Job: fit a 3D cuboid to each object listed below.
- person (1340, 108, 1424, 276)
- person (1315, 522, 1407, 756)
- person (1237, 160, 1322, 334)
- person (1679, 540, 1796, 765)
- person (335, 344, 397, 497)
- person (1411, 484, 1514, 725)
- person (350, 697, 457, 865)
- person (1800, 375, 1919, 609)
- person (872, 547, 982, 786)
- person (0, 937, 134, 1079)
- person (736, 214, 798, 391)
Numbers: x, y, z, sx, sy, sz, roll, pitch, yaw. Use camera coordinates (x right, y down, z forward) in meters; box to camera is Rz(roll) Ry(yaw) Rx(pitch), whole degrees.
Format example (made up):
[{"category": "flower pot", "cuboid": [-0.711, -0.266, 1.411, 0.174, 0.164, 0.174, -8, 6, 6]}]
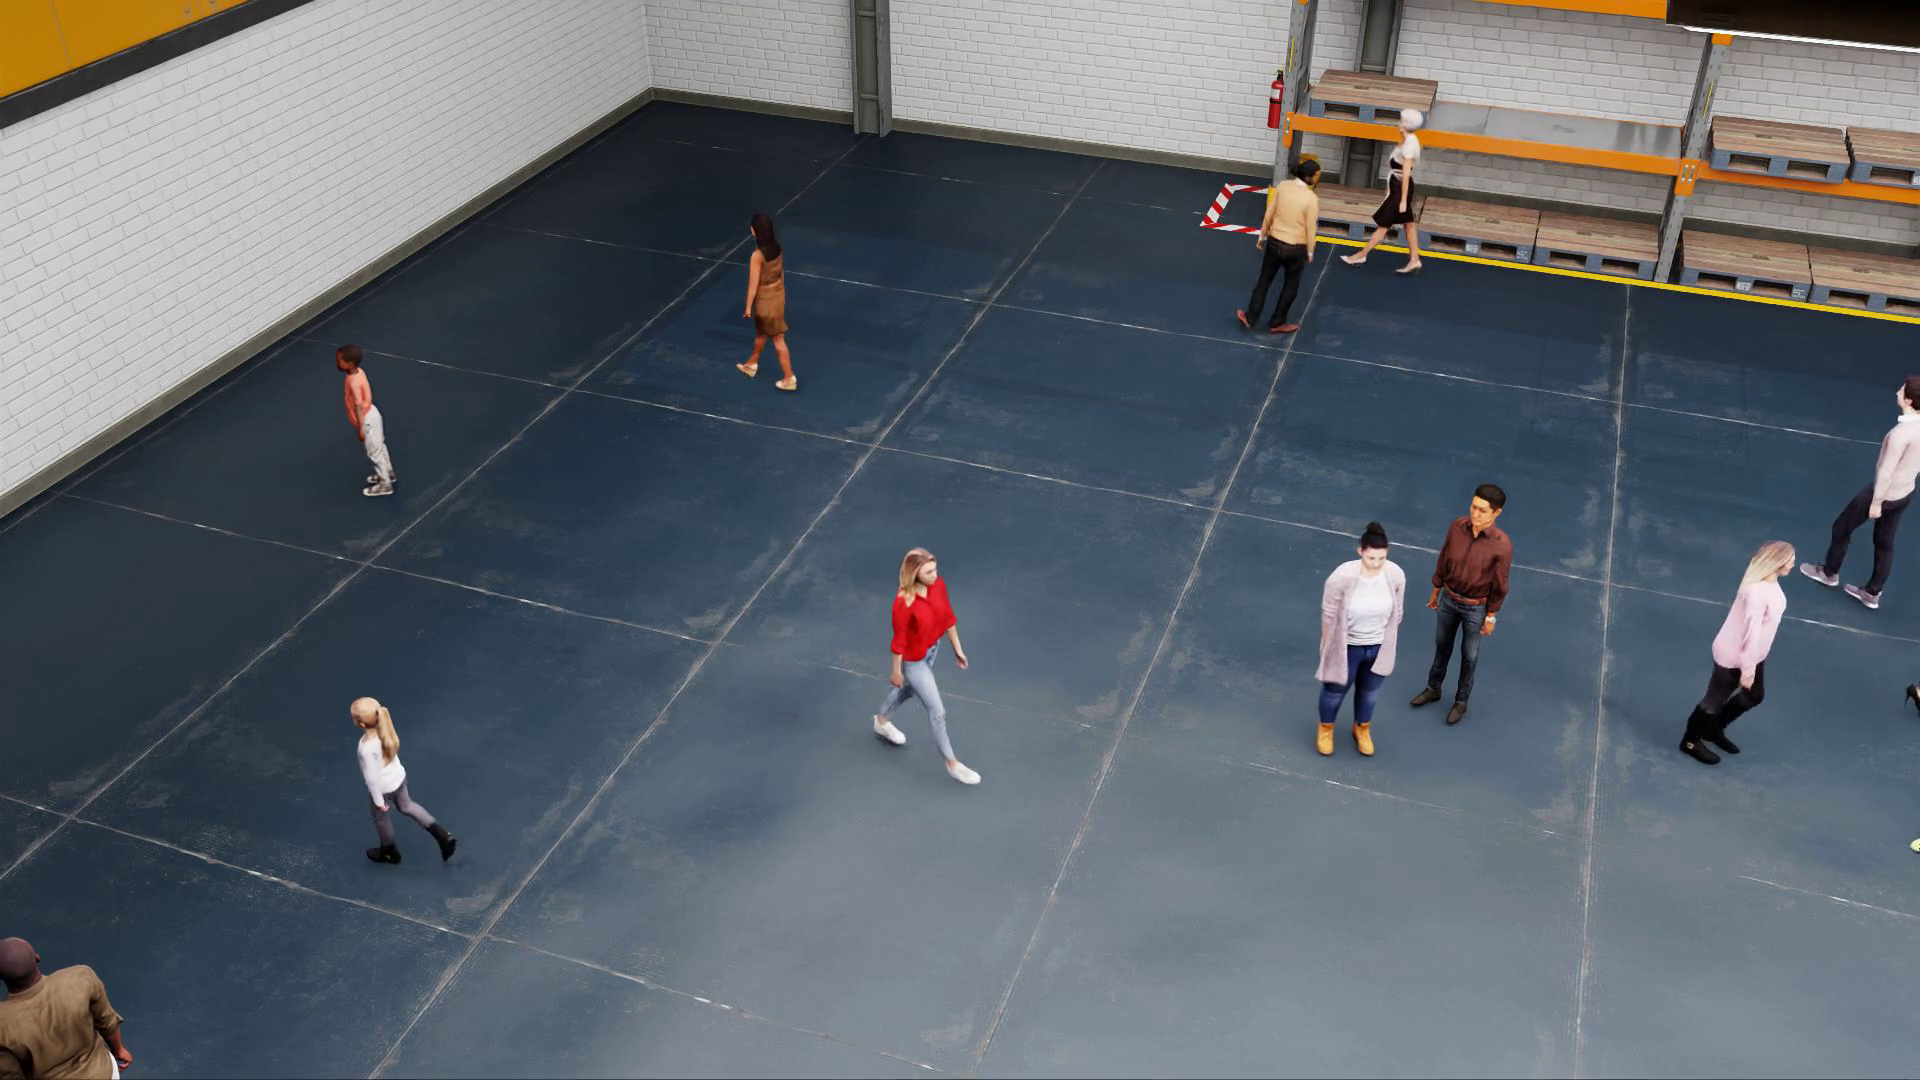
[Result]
[{"category": "person", "cuboid": [4.527, -3.445, 16.718, 1.028, 1.716, 0.646, 11, 35, 16]}, {"category": "person", "cuboid": [2.532, 0.618, 10.580, 0.717, 1.743, 0.838, -2, 34, -4]}, {"category": "person", "cuboid": [3.022, -2.749, 15.672, 0.736, 1.715, 0.996, 17, 37, 24]}, {"category": "person", "cuboid": [4.842, 0.691, 10.536, 0.711, 1.672, 0.704, 28, 43, 35]}, {"category": "person", "cuboid": [-4.772, -0.979, 13.379, 0.576, 1.306, 0.541, -6, 34, -9]}, {"category": "person", "cuboid": [3.313, 0.399, 10.876, 0.620, 1.782, 0.774, 29, 43, 36]}, {"category": "person", "cuboid": [-3.312, 1.432, 9.787, 0.821, 1.266, 0.527, 8, 34, 11]}, {"category": "person", "cuboid": [6.714, -0.293, 11.911, 0.910, 1.788, 0.986, -19, 38, -26]}, {"category": "person", "cuboid": [-0.312, 0.725, 10.497, 1.164, 1.658, 0.787, 20, 38, 27]}, {"category": "person", "cuboid": [-4.092, 2.503, 7.672, 0.732, 1.825, 0.795, 26, 42, 34]}, {"category": "person", "cuboid": [-1.605, -2.061, 14.680, 0.855, 1.668, 0.573, 11, 35, 17]}]
